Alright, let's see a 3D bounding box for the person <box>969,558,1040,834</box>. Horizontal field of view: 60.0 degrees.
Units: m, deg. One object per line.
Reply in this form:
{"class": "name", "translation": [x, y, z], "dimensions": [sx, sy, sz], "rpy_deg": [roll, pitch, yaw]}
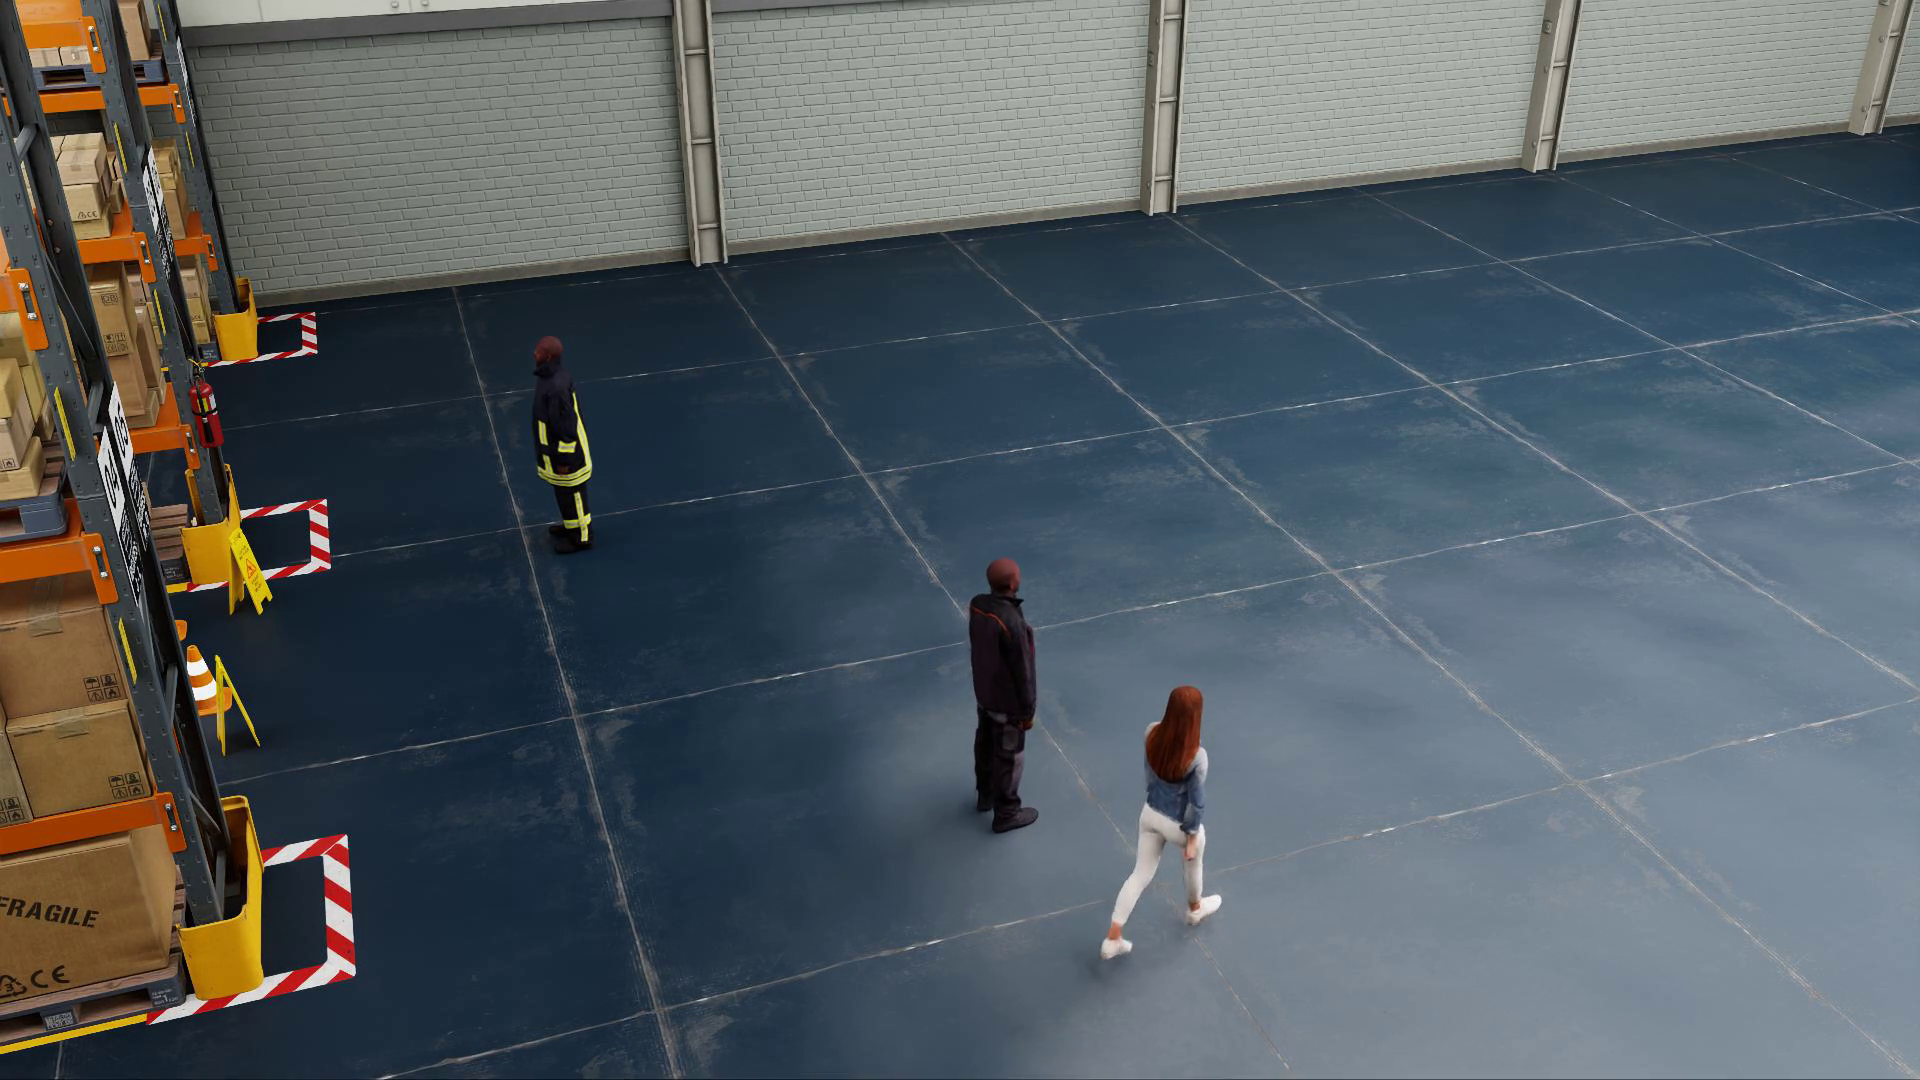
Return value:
{"class": "person", "translation": [0.238, 0.928, 10.076], "dimensions": [0.695, 1.824, 0.749], "rpy_deg": [-17, 32, -29]}

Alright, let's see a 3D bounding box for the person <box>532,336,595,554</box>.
{"class": "person", "translation": [-3.170, -0.787, 13.300], "dimensions": [0.692, 1.821, 0.765], "rpy_deg": [-7, 29, -12]}

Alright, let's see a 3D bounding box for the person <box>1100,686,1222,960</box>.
{"class": "person", "translation": [1.070, 1.577, 9.030], "dimensions": [1.221, 1.662, 0.939], "rpy_deg": [-24, 36, -38]}
